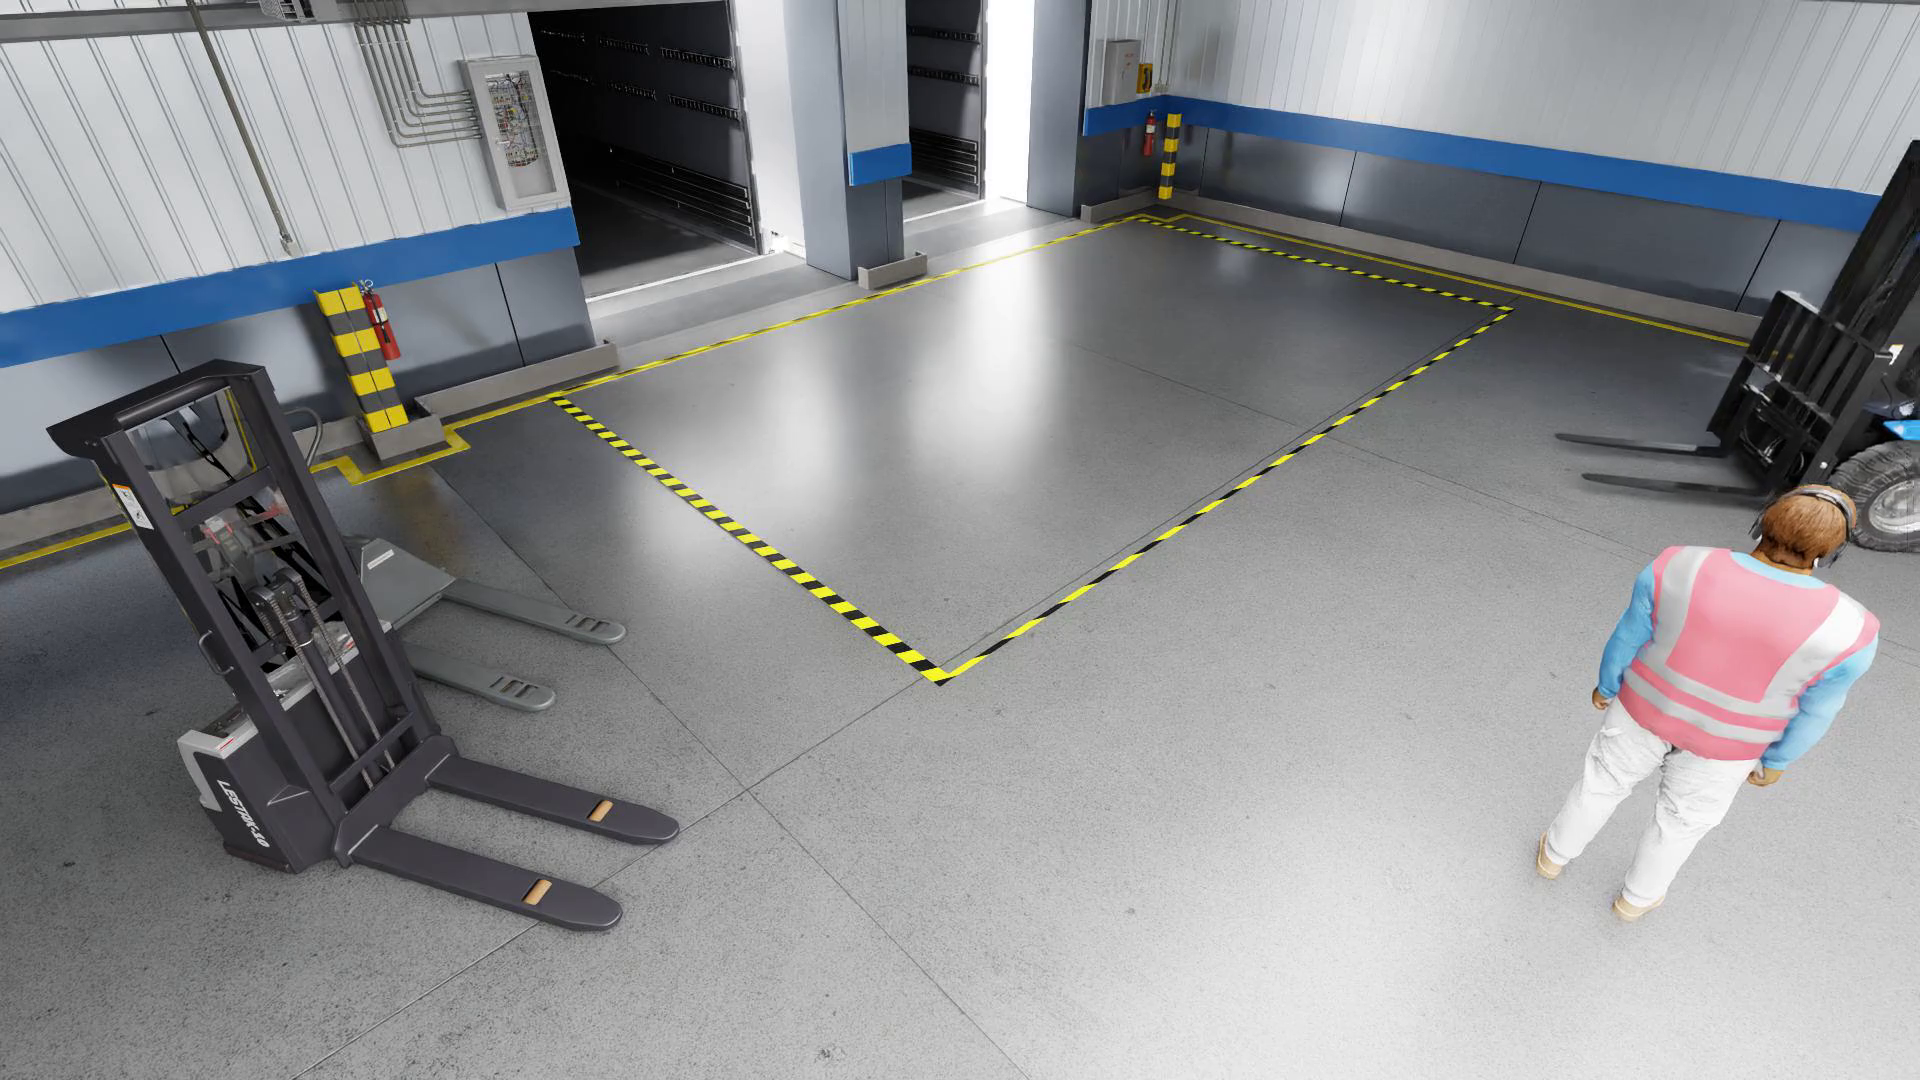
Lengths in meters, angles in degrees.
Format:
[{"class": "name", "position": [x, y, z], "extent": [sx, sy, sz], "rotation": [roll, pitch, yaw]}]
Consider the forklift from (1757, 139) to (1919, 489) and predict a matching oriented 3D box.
[{"class": "forklift", "position": [6.541, -1.142, 5.338], "extent": [2.680, 2.036, 1.157], "rotation": [7, 35, 10]}]

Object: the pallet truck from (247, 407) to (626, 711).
[{"class": "pallet truck", "position": [-2.628, 0.038, 4.590], "extent": [1.601, 1.201, 0.680], "rotation": [12, 36, 18]}]

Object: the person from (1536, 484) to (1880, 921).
[{"class": "person", "position": [2.551, 0.616, 3.206], "extent": [0.429, 1.844, 0.624], "rotation": [-28, 43, -35]}]

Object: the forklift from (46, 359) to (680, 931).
[{"class": "forklift", "position": [-2.135, 0.422, 3.354], "extent": [1.885, 1.965, 0.823], "rotation": [10, 35, 14]}]
